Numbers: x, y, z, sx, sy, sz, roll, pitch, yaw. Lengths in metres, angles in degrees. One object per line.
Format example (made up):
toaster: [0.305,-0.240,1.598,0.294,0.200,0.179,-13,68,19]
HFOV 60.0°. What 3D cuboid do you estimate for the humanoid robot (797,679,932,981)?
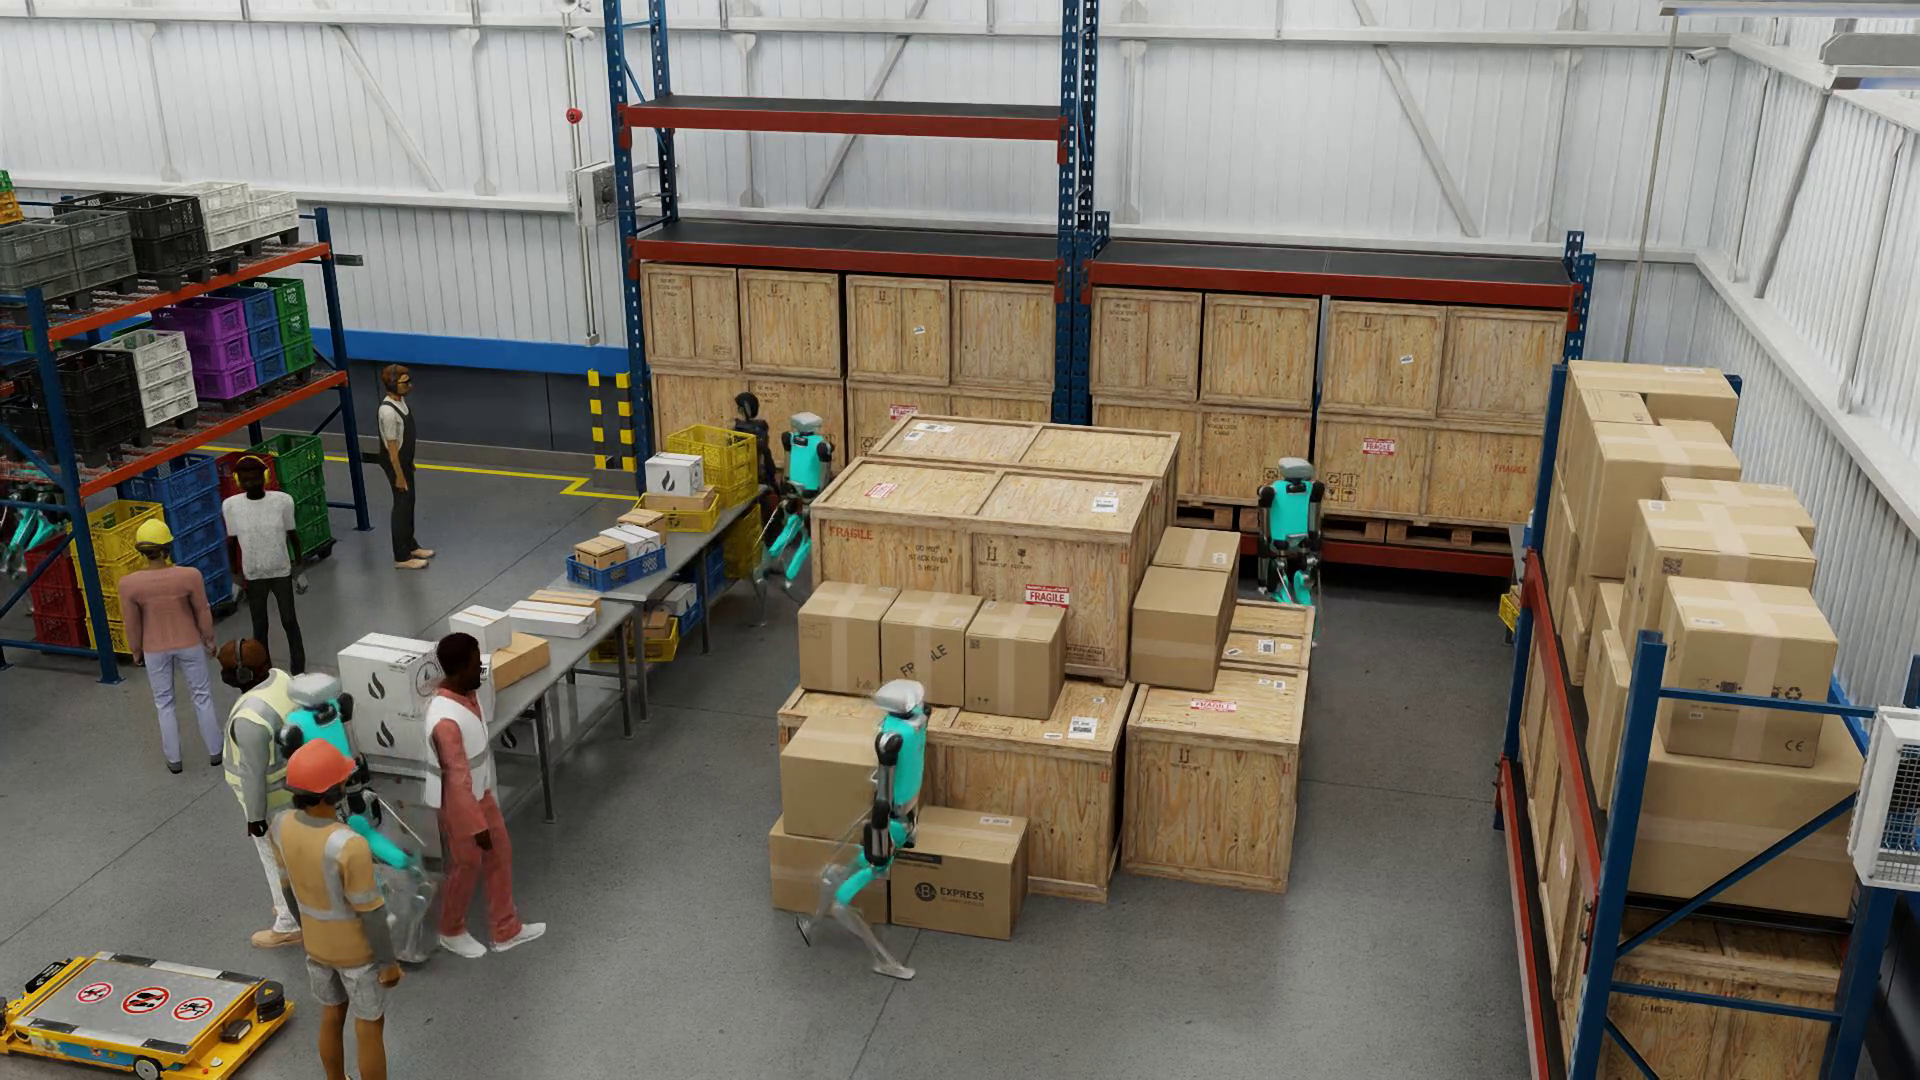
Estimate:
humanoid robot: [-0.607,1.554,8.979,0.909,1.803,0.550,7,22,19]

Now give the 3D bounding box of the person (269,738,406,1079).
person: [-2.848,1.849,7.721,0.606,2.048,0.365,11,24,27]

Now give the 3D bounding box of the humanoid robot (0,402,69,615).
humanoid robot: [-7.556,-0.199,13.422,0.530,1.722,0.755,5,21,12]

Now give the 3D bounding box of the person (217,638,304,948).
person: [-3.831,1.386,9.232,0.429,1.837,0.622,-1,21,-2]

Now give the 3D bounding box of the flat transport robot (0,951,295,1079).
flat transport robot: [-4.270,2.464,8.601,1.431,0.231,0.659,5,22,13]

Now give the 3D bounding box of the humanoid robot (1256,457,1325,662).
humanoid robot: [2.495,0.368,12.135,0.540,1.847,0.783,-8,22,-19]

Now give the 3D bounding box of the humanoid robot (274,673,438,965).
humanoid robot: [-3.101,1.574,8.875,0.814,1.767,0.531,6,22,15]

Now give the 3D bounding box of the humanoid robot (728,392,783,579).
humanoid robot: [-1.761,-0.459,14.266,0.380,1.644,0.596,11,24,27]

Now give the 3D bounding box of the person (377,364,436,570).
person: [-4.873,-0.637,14.524,0.342,1.839,0.499,-3,21,-8]

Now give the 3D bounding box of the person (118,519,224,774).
person: [-5.254,0.706,11.102,0.532,1.765,0.320,-9,23,-22]

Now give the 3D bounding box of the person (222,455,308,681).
person: [-5.043,0.265,12.117,0.529,1.864,0.309,-7,22,-17]

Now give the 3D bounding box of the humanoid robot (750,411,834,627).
humanoid robot: [-1.410,-0.081,13.267,0.530,1.801,0.808,18,28,40]

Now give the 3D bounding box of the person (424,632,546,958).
person: [-2.665,1.422,9.048,0.584,1.887,0.709,-1,21,-3]
